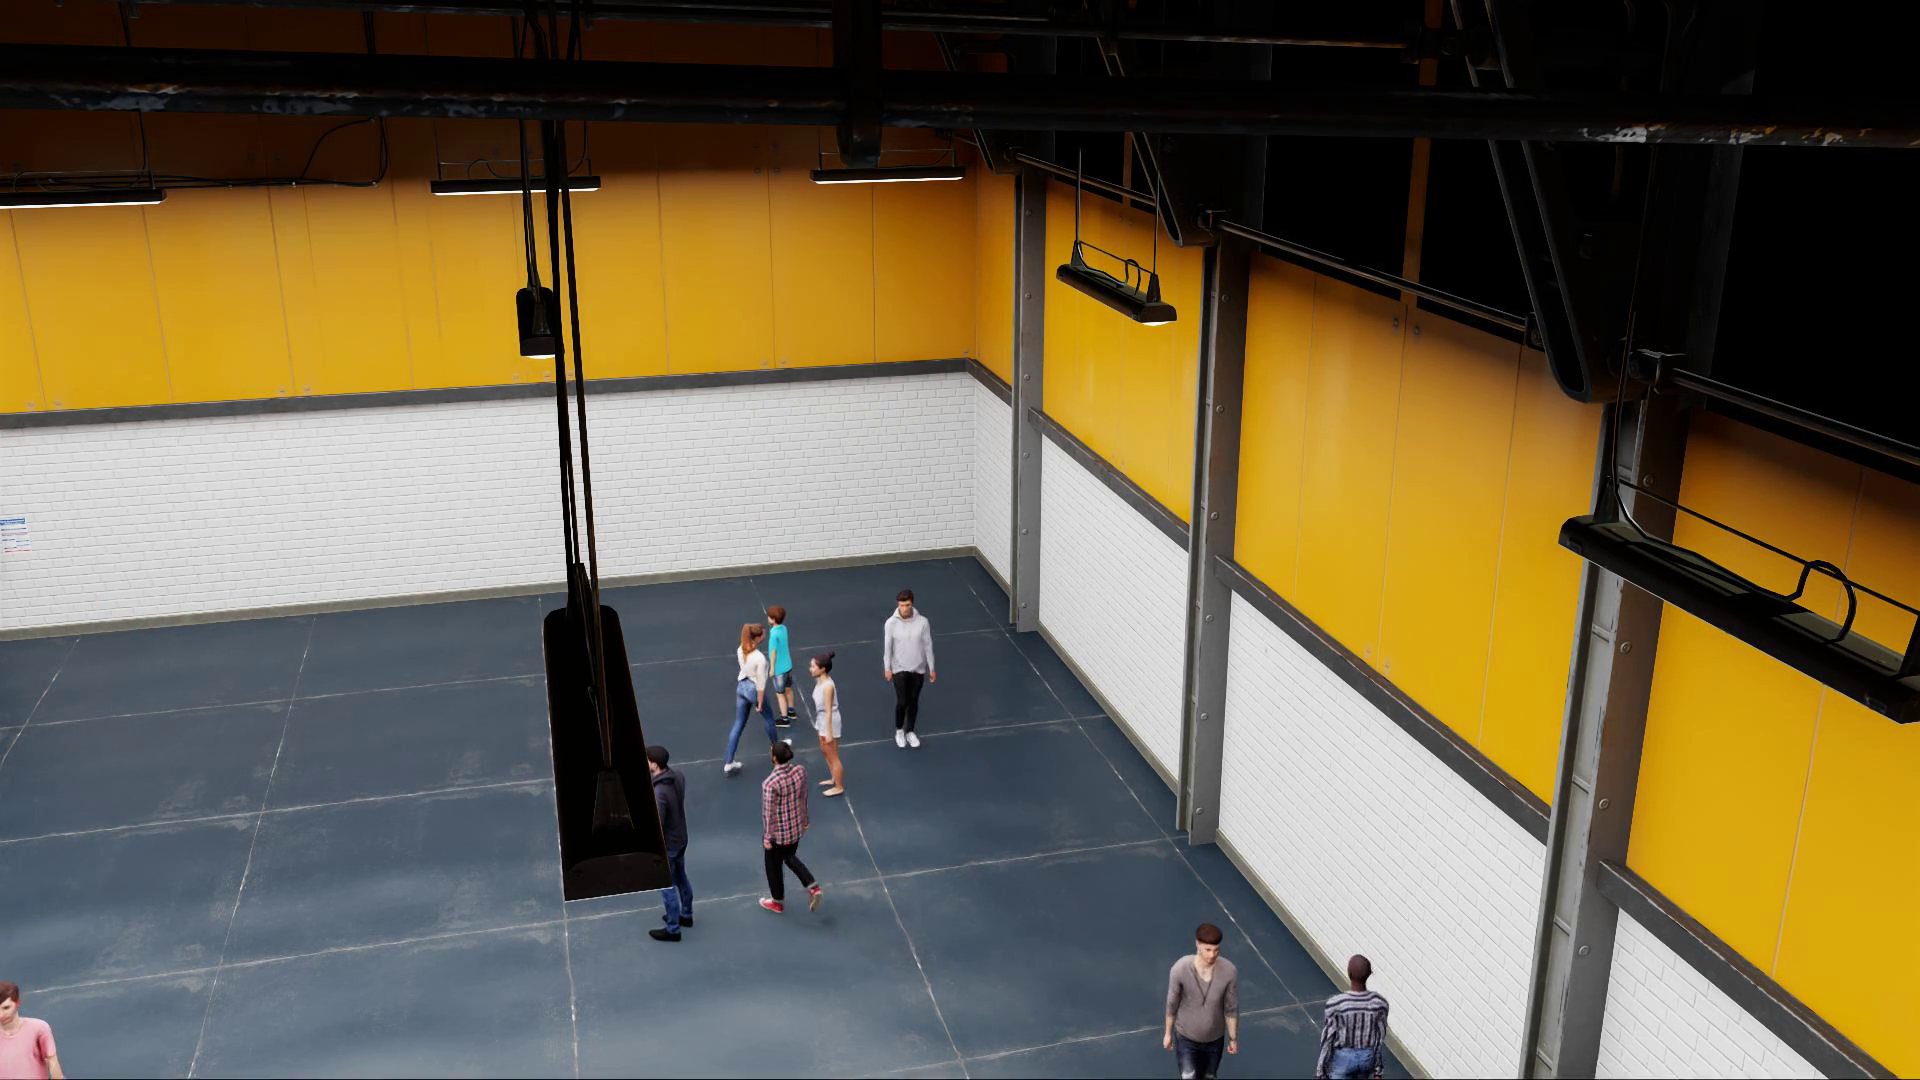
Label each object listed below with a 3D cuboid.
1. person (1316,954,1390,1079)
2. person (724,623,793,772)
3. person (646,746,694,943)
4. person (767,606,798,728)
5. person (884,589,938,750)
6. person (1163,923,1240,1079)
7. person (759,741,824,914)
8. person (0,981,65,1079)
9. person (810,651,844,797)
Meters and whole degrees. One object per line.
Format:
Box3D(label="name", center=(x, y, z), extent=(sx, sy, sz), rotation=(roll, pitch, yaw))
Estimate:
Box3D(label="person", center=(2.824, 3.824, 11.846), extent=(0.726, 1.763, 1.109), rotation=(-3, 19, -8))
Box3D(label="person", center=(-2.341, 1.747, 18.163), extent=(1.174, 1.668, 1.129), rotation=(14, 23, 36))
Box3D(label="person", center=(-2.610, 2.708, 14.964), extent=(0.818, 1.887, 0.692), rotation=(5, 19, 14))
Box3D(label="person", center=(-2.080, 1.451, 19.393), extent=(0.663, 1.443, 0.569), rotation=(5, 19, 14))
Box3D(label="person", center=(-0.615, 1.434, 18.791), extent=(0.713, 1.860, 0.646), rotation=(-6, 20, -18))
Box3D(label="person", center=(1.765, 3.613, 12.312), extent=(0.879, 1.864, 1.232), rotation=(0, 19, -1))
Box3D(label="person", center=(-1.572, 2.673, 15.292), extent=(1.061, 1.745, 0.979), rotation=(13, 23, 34))
Box3D(label="person", center=(-6.400, 3.867, 11.457), extent=(0.713, 1.930, 1.193), rotation=(-7, 20, -20))
Box3D(label="person", center=(-1.397, 1.934, 17.682), extent=(0.668, 1.619, 0.504), rotation=(-5, 19, -16))
